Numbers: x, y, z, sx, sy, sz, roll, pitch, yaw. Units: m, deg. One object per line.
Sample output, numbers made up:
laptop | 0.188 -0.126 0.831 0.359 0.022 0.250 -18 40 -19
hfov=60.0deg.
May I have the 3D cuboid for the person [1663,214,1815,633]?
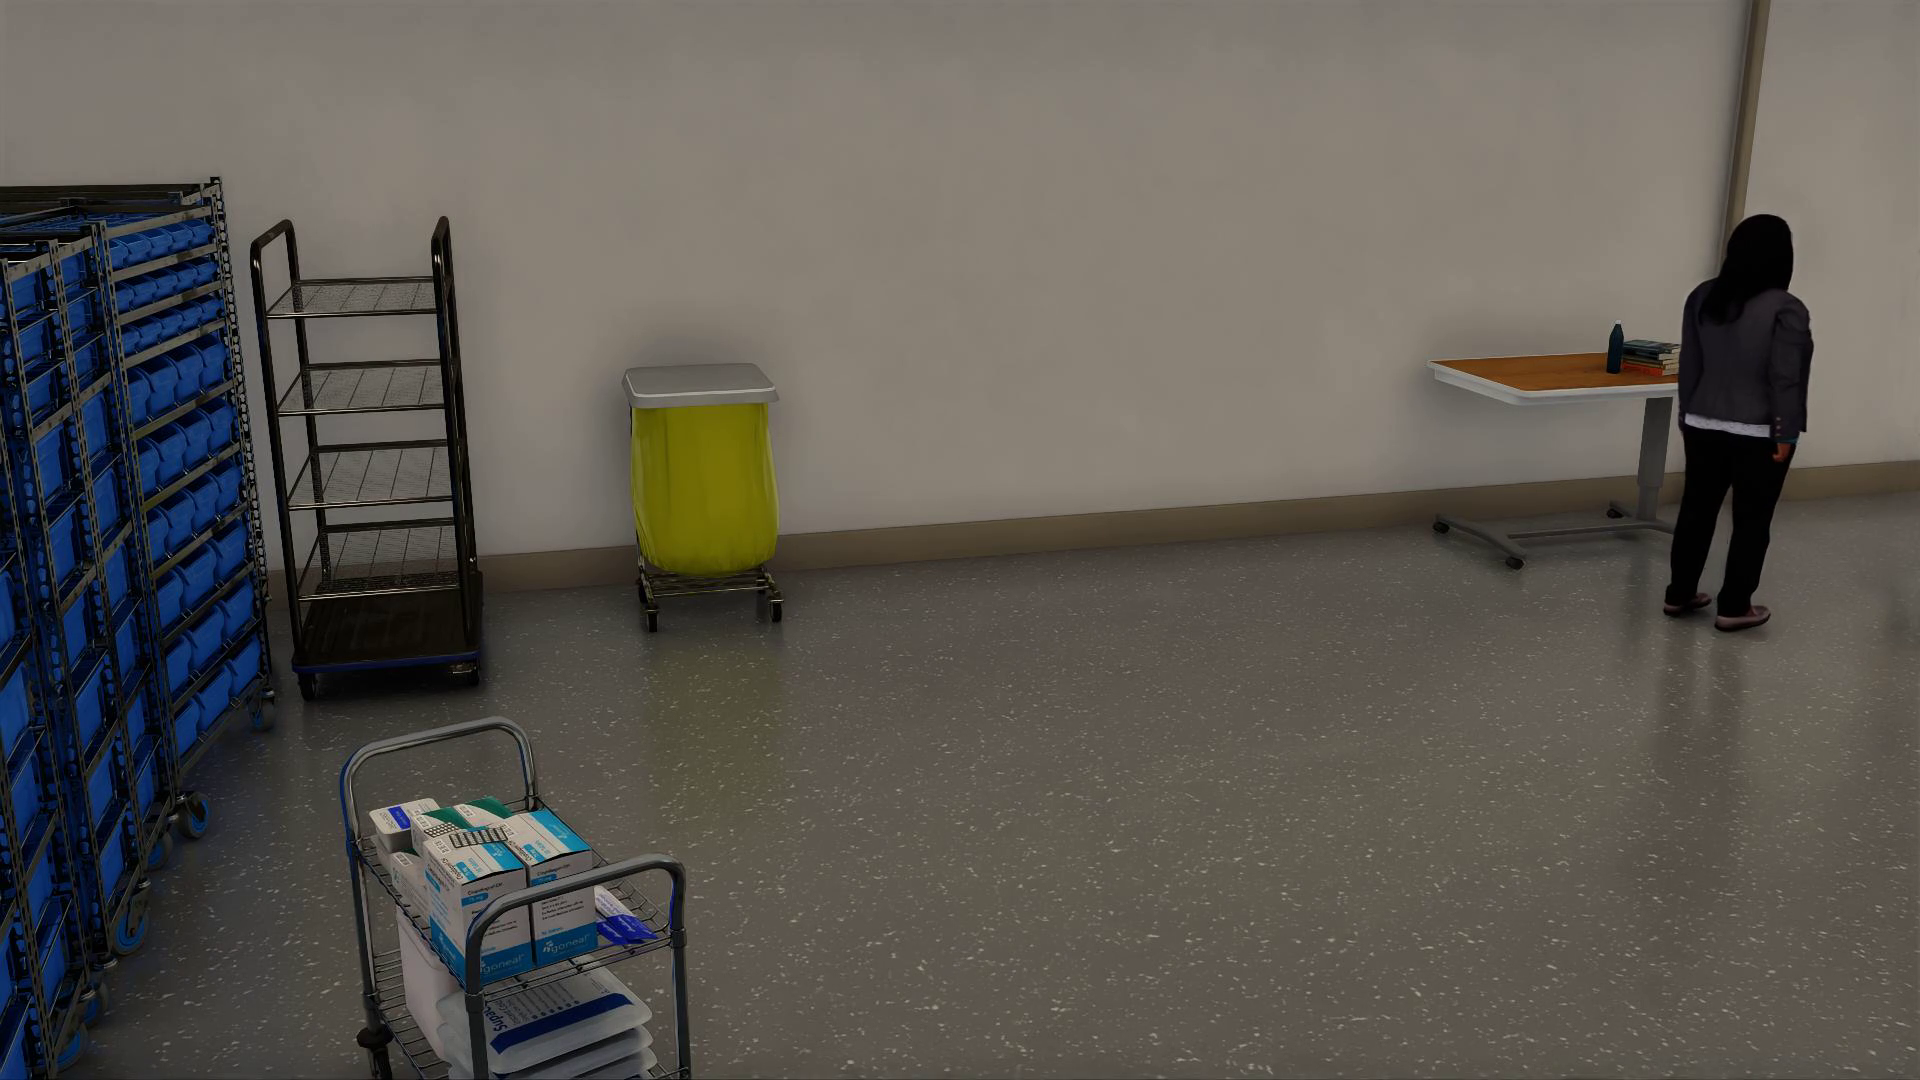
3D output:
person | 2.996 -0.445 6.413 0.741 1.594 0.741 -9 18 -30
